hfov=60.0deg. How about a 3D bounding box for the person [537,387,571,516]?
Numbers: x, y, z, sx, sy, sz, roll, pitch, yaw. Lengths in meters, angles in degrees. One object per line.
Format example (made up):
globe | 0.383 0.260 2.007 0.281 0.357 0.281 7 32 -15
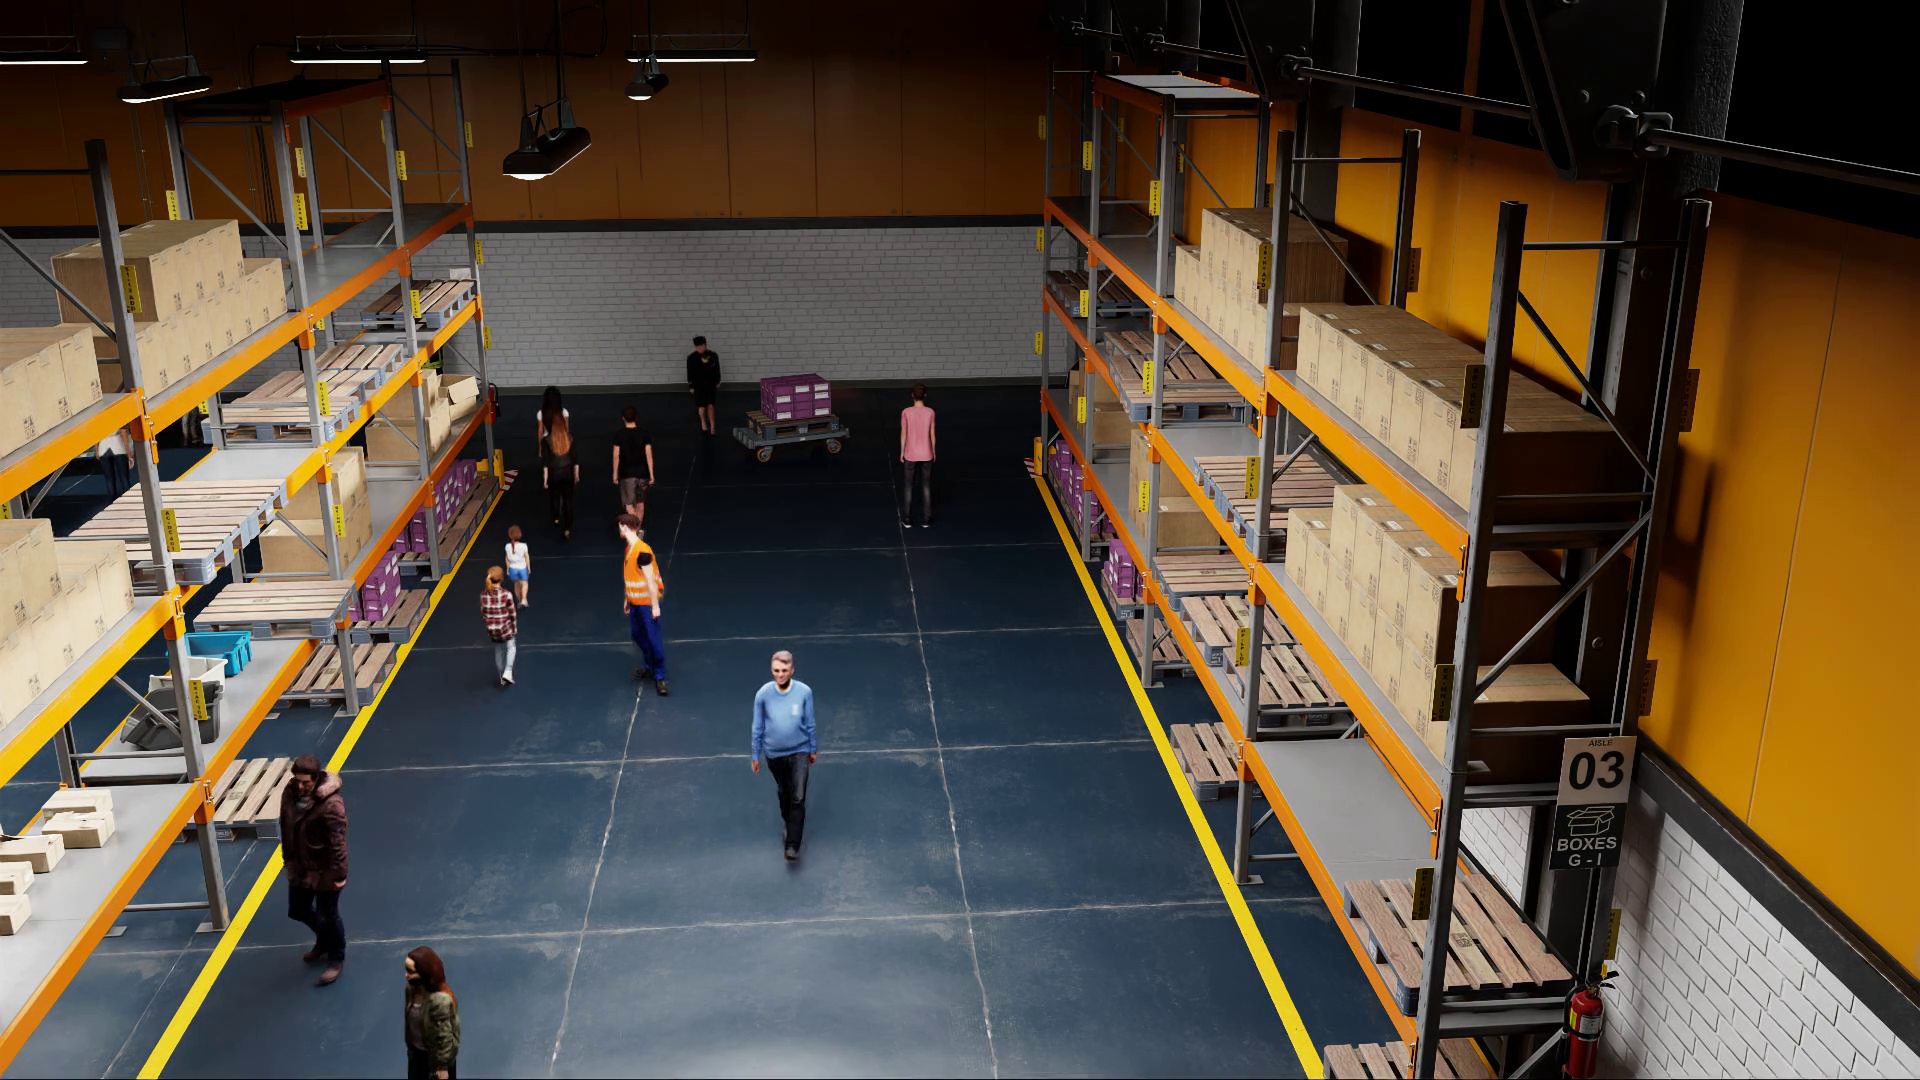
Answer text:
person | -5.530 -1.204 22.774 0.727 1.747 1.155 -5 19 -14

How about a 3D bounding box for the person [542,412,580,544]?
person | -5.176 -0.786 21.648 0.781 1.673 1.144 -6 19 -17

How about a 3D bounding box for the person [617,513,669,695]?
person | -3.191 0.656 17.101 0.813 1.844 0.985 16 25 40

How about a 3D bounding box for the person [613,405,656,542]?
person | -4.190 -0.801 21.440 0.901 1.835 1.213 -7 20 -21

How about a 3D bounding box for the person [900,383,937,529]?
person | -0.561 -1.126 22.216 0.629 1.956 0.551 -2 19 -6

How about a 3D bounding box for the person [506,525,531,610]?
person | -5.154 0.334 19.353 0.431 1.015 0.509 -3 19 -7

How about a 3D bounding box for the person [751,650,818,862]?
person | -1.450 1.743 13.992 0.763 1.767 1.143 0 19 1

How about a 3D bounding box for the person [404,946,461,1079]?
person | -3.197 3.161 10.260 0.890 1.461 0.988 13 22 33

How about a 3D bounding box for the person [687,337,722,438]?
person | -4.096 -2.473 26.729 0.824 1.629 1.031 -7 20 -21

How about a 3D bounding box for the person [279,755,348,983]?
person | -4.662 2.355 12.084 0.925 1.825 0.916 12 22 32

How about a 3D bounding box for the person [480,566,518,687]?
person | -4.778 0.915 17.189 0.554 1.296 0.637 1 19 3
